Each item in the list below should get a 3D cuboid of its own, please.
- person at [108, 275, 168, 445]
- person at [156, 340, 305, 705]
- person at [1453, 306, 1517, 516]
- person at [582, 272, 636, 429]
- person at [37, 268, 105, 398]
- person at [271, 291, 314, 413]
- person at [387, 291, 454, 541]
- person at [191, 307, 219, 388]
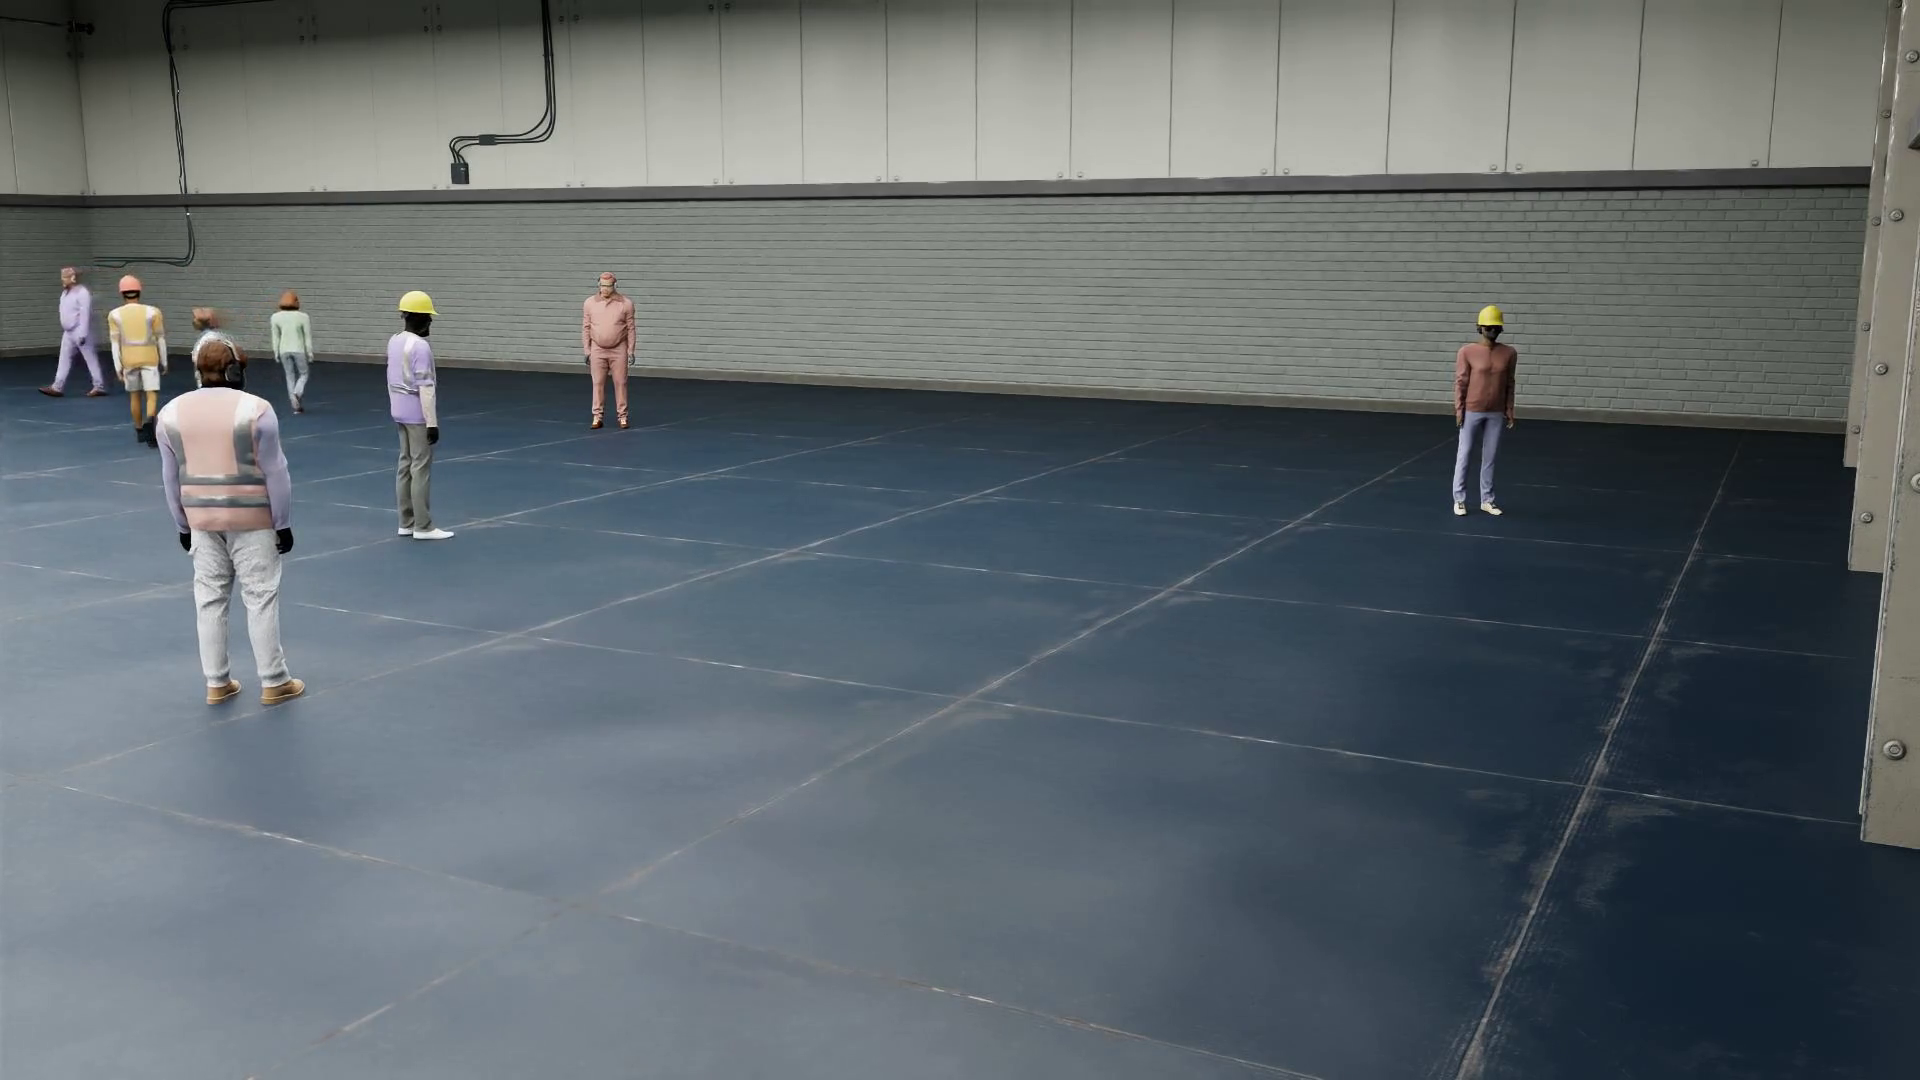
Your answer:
[{"bbox_3d":[-9.224,-2.010,18.677,0.555,1.912,0.823,-4,11,-19],"label":"person"},{"bbox_3d":[-3.638,-0.080,8.343,0.619,1.838,0.430,1,10,3],"label":"person"},{"bbox_3d":[4.413,-1.079,13.976,0.526,1.769,0.328,-1,10,-5],"label":"person"},{"bbox_3d":[-4.272,-2.296,20.250,0.639,1.902,0.407,-1,10,-6],"label":"person"},{"bbox_3d":[-12.876,-2.976,24.029,0.674,1.863,0.932,6,12,31],"label":"person"},{"bbox_3d":[-8.805,-2.472,21.947,0.517,1.618,0.411,-1,10,-5],"label":"person"},{"bbox_3d":[-4.203,-0.961,12.900,0.382,1.923,0.593,-9,14,-42],"label":"person"},{"bbox_3d":[-7.654,-1.583,17.112,0.547,1.622,0.528,-7,12,-32],"label":"person"}]
